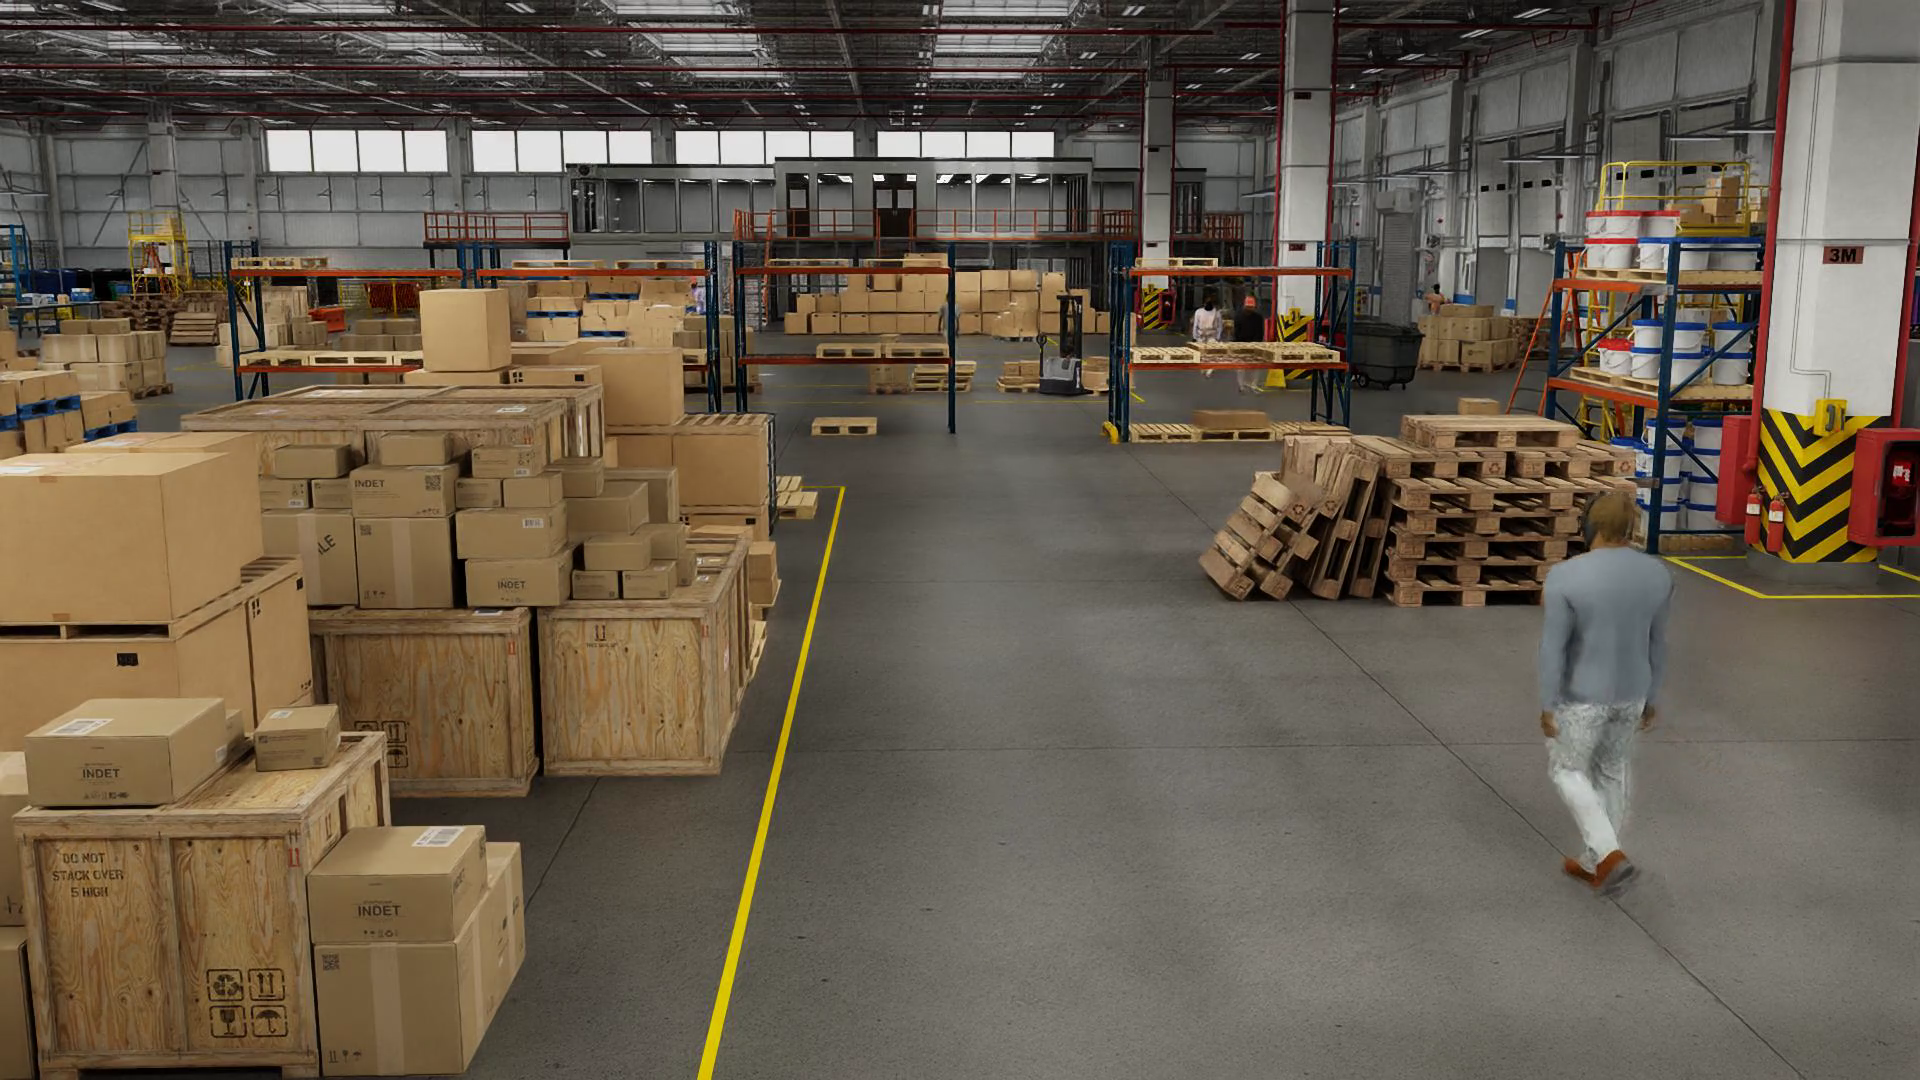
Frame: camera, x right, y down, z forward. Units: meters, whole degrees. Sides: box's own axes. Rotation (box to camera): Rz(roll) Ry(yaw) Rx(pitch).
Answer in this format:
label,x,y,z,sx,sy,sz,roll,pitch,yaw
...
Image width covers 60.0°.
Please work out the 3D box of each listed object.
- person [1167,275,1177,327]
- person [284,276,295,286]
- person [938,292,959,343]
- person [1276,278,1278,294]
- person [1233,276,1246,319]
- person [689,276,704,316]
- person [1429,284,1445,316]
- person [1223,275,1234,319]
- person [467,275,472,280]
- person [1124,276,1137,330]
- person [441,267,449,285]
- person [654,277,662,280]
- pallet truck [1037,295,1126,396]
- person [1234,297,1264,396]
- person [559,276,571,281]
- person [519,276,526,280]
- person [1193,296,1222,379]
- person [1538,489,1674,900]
label,x,y,z,sx,sy,sz,roll,pitch,yaw
person,7.548,-8.613,59.428,0.384,1.993,0.622,1,10,6
person,-25.738,-9.275,63.893,0.542,1.720,0.919,2,10,13
person,-0.275,-5.090,40.207,0.545,1.853,0.484,-3,11,-18
person,13.244,-10.163,68.336,0.630,1.888,1.011,3,11,16
person,10.376,-8.892,61.653,0.543,1.751,0.470,-9,13,-40
person,-7.940,-6.859,49.570,0.647,2.022,0.643,-1,10,-8
person,15.320,-7.380,53.417,0.561,1.676,0.476,-1,10,-7
person,9.799,-8.770,60.785,0.632,1.819,0.693,-9,13,-40
person,-17.117,-8.373,57.963,0.689,2.000,0.749,3,11,16
person,5.821,-8.090,56.715,0.649,1.919,0.570,0,10,1
person,-22.991,-11.232,74.335,0.356,1.882,0.574,-8,13,-37
person,-9.461,-7.254,52.018,0.353,1.936,0.635,-9,14,-41
pallet truck,2.483,-3.881,33.060,1.885,1.965,0.823,-7,13,-36
person,5.690,-3.790,32.677,0.634,1.950,0.882,-1,10,-6
person,-17.734,-11.321,74.818,0.601,1.891,0.937,-1,10,-5
person,-14.979,-8.161,57.068,0.545,1.939,0.354,-2,10,-9
person,5.502,-4.500,36.988,0.645,1.823,0.456,4,11,21
person,2.955,0.730,7.586,0.635,1.922,0.593,-2,10,-10
